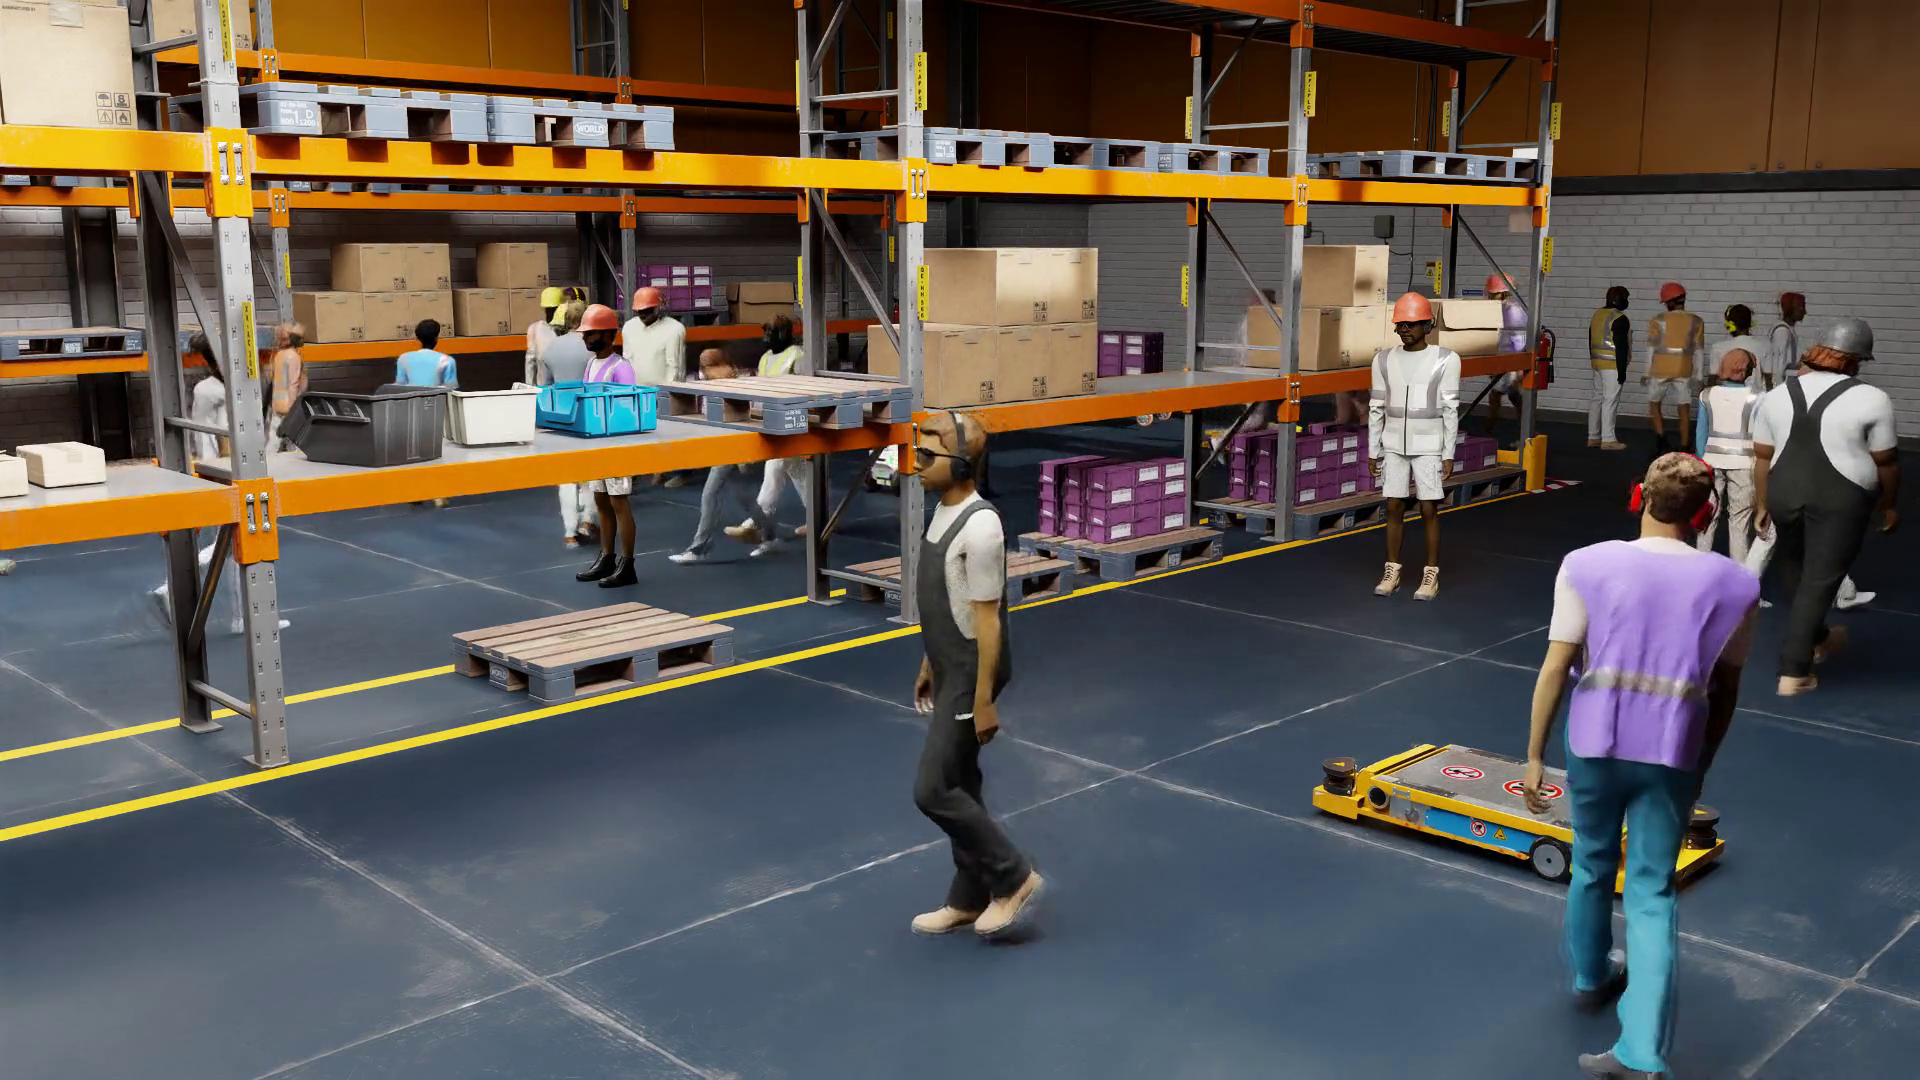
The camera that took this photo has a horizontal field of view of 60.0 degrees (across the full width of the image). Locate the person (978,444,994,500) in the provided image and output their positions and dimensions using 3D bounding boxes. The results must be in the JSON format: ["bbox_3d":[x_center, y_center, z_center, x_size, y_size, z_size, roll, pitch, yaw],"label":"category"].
[{"bbox_3d":[0.088,-1.329,15.173,0.551,1.936,0.357,1,10,7],"label":"person"}]

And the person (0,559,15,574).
[{"bbox_3d":[-7.031,-0.631,11.576,0.606,1.855,0.774,7,13,34],"label":"person"}]

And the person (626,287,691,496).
[{"bbox_3d":[-2.866,-1.391,15.542,0.627,1.924,1.075,5,12,26],"label":"person"}]

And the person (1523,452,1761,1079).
[{"bbox_3d":[1.966,0.646,4.846,0.596,1.795,0.862,3,11,17],"label":"person"}]

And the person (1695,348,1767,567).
[{"bbox_3d":[5.293,-0.490,11.420,0.307,1.638,0.513,-9,13,-39],"label":"person"}]

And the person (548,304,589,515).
[{"bbox_3d":[-3.328,-1.106,14.264,0.426,1.821,0.617,-9,14,-40],"label":"person"}]

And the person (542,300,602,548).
[{"bbox_3d":[-2.944,-0.893,12.874,0.647,1.909,0.488,4,11,21],"label":"person"}]

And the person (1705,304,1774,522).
[{"bbox_3d":[6.560,-1.057,14.020,0.536,1.817,0.820,2,11,12],"label":"person"}]

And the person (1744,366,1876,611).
[{"bbox_3d":[5.425,-0.328,10.649,0.831,1.594,0.507,-1,10,-6],"label":"person"}]

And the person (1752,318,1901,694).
[{"bbox_3d":[4.685,-0.233,8.917,1.010,2.000,0.679,-6,12,-32],"label":"person"}]

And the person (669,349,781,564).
[{"bbox_3d":[-1.725,-0.624,12.309,0.871,1.578,0.490,-4,11,-21],"label":"person"}]

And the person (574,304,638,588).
[{"bbox_3d":[-2.437,-0.641,11.423,0.358,1.938,0.542,-9,14,-40],"label":"person"}]

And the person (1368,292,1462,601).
[{"bbox_3d":[2.984,-0.612,11.020,0.607,2.039,0.395,7,13,34],"label":"person"}]

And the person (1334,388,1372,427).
[{"bbox_3d":[4.060,-1.596,16.838,0.677,1.864,0.699,-1,10,-3],"label":"person"}]

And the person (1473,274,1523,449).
[{"bbox_3d":[5.991,-1.953,18.449,1.066,1.964,0.722,0,10,-3],"label":"person"}]

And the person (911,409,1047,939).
[{"bbox_3d":[-0.008,0.472,5.621,0.406,1.835,0.501,-2,11,-12],"label":"person"}]

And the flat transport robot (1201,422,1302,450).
[{"bbox_3d":[3.371,-1.178,18.895,0.652,0.197,1.431,9,14,41],"label":"flat transport robot"}]

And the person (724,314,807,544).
[{"bbox_3d":[-1.447,-0.881,13.145,0.977,1.787,0.642,-7,12,-32],"label":"person"}]

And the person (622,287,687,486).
[{"bbox_3d":[-2.975,-1.517,16.281,0.652,1.915,0.761,0,10,-2],"label":"person"}]

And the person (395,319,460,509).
[{"bbox_3d":[-4.674,-1.097,14.601,0.576,1.674,0.422,0,10,-3],"label":"person"}]

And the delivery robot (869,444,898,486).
[{"bbox_3d":[-0.516,-0.759,15.581,0.477,0.478,0.707,10,14,42],"label":"delivery robot"}]

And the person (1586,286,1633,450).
[{"bbox_3d":[7.354,-1.943,18.791,0.429,1.839,0.634,-2,11,-9],"label":"person"}]

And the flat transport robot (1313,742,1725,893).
[{"bbox_3d":[2.201,1.069,6.644,0.652,0.197,1.431,-10,14,-44],"label":"flat transport robot"}]

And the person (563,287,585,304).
[{"bbox_3d":[-3.978,-1.695,17.355,0.312,1.869,0.538,-7,13,-35],"label":"person"}]

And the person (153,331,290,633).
[{"bbox_3d":[-4.466,-0.330,9.943,0.659,1.856,0.522,-9,14,-42],"label":"person"}]

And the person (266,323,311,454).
[{"bbox_3d":[-6.170,-1.213,15.479,0.846,1.592,0.523,-9,14,-42],"label":"person"}]

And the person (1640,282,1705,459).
[{"bbox_3d":[7.581,-1.779,17.702,0.649,1.909,0.415,3,11,15],"label":"person"}]

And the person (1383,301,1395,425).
[{"bbox_3d":[4.626,-1.635,17.395,0.677,1.732,0.558,2,11,11],"label":"person"}]

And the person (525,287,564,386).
[{"bbox_3d":[-3.934,-1.496,16.158,0.609,1.909,0.413,3,11,14],"label":"person"}]

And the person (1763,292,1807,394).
[{"bbox_3d":[7.948,-1.485,16.245,0.742,1.866,0.582,6,12,29],"label":"person"}]

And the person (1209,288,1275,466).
[{"bbox_3d":[2.942,-1.628,16.977,0.689,1.874,0.702,1,10,6],"label":"person"}]
